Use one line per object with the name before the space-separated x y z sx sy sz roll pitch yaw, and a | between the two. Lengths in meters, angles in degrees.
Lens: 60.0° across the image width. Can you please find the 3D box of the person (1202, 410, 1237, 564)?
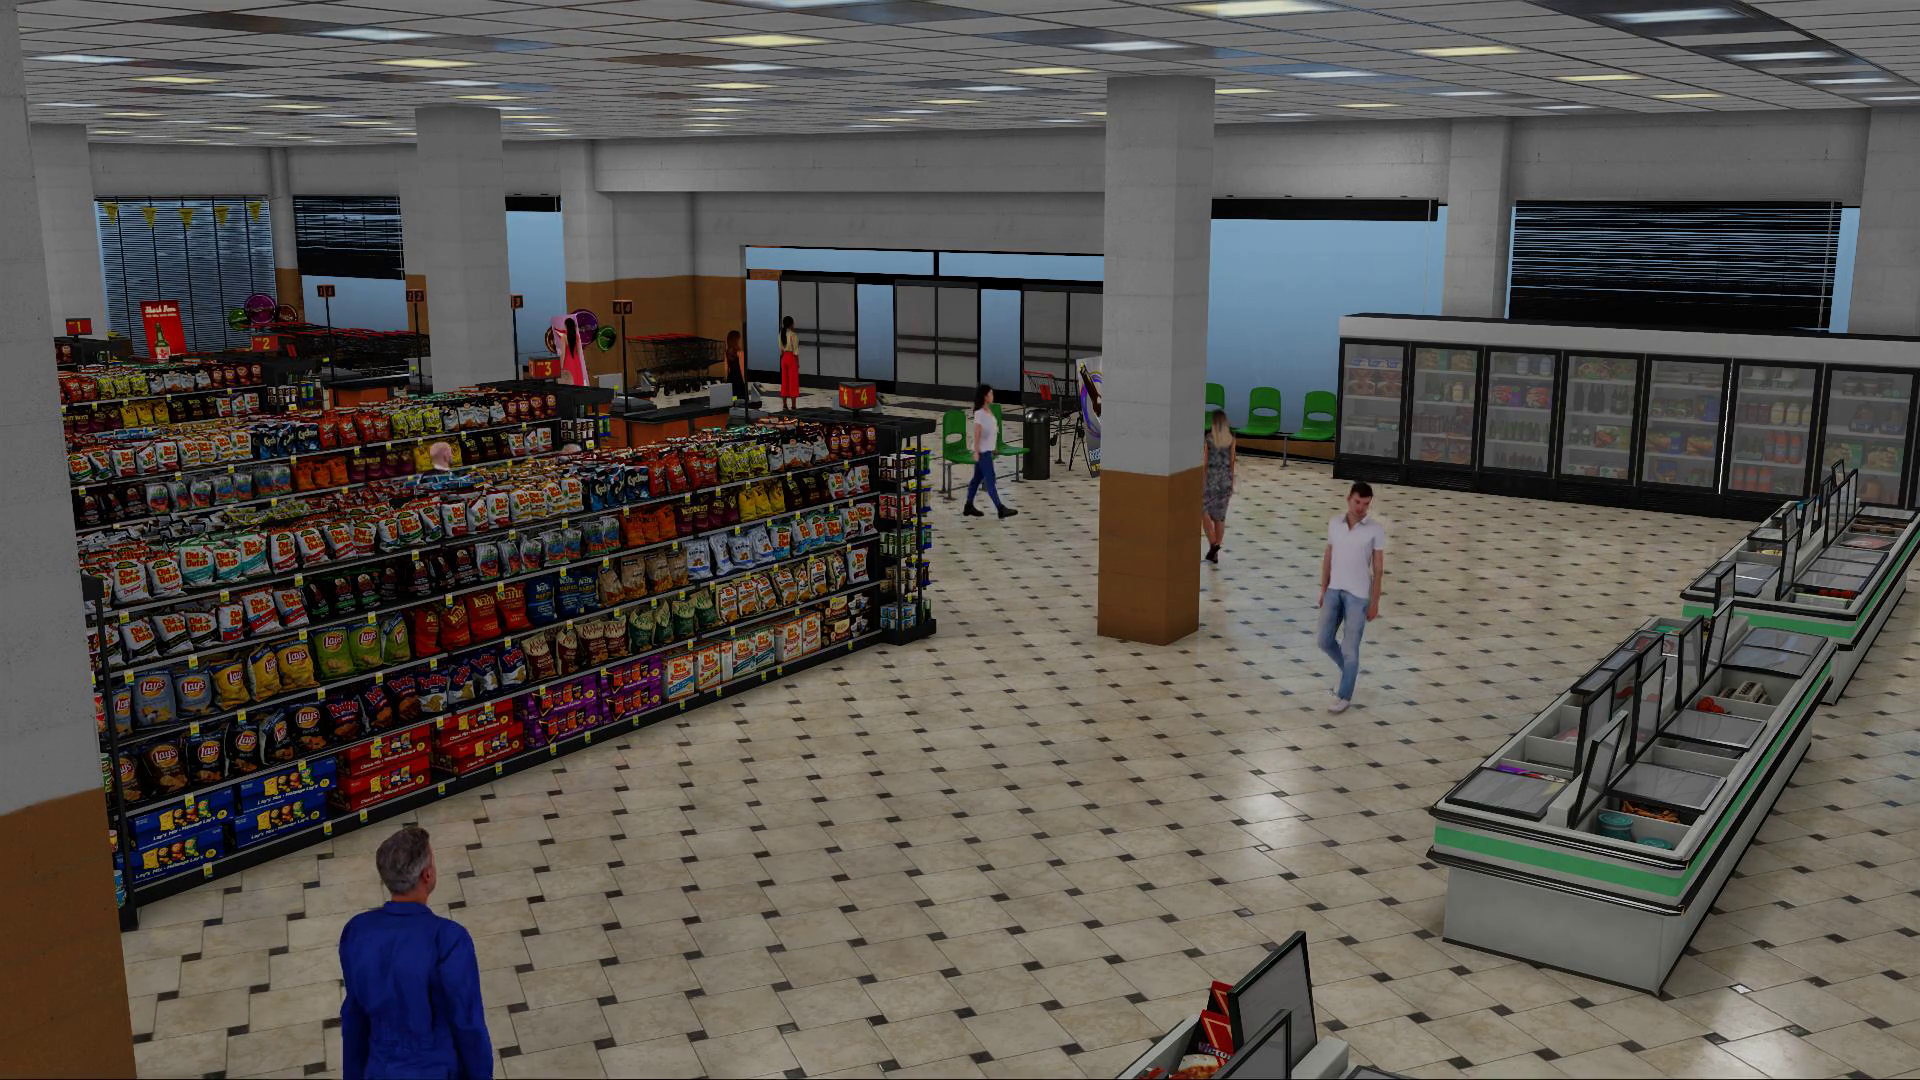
person | 2.813 -0.554 18.066 0.799 1.689 0.861 -2 12 -9

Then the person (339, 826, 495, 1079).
person | -1.960 1.951 5.887 0.824 1.806 1.026 5 13 23

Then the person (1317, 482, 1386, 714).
person | 3.098 0.439 13.014 0.796 1.829 0.732 -11 16 -43

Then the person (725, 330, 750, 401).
person | -3.599 -2.444 26.688 0.570 1.835 0.506 8 14 34

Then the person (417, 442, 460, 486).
person | -4.707 0.050 14.973 0.749 1.781 1.267 7 14 31

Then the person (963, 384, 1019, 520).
person | 0.213 -1.060 20.558 0.913 1.654 0.983 3 12 13

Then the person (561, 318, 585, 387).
person | -7.189 -3.252 30.786 0.687 1.727 0.525 10 15 39

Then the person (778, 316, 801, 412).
person | -3.106 -3.184 30.304 0.587 1.793 0.511 8 14 34
